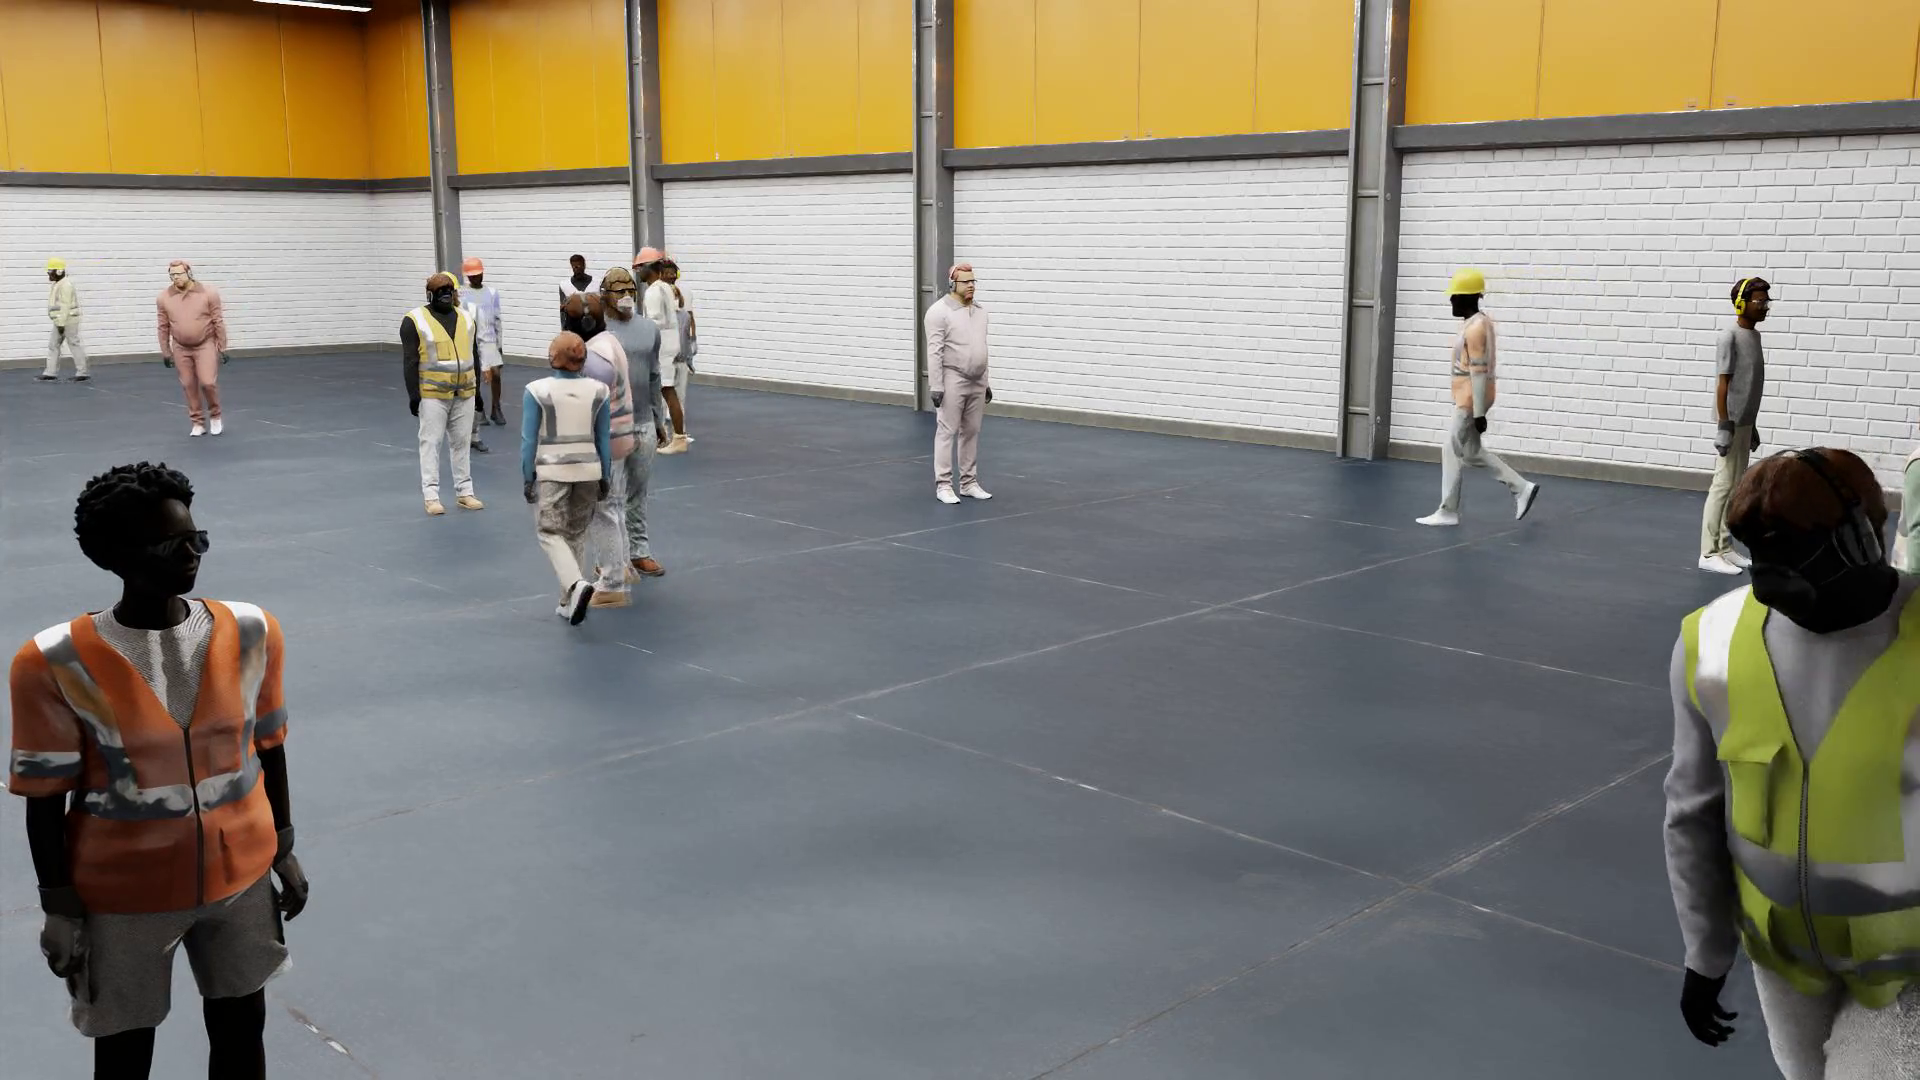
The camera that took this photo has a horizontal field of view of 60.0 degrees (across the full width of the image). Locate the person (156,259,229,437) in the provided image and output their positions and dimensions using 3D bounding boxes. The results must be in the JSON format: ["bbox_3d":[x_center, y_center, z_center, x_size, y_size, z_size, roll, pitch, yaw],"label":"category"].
[{"bbox_3d":[-8.128,-2.023,17.623,0.667,1.876,0.466,-2,10,-8],"label":"person"}]

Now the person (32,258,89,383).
[{"bbox_3d":[-13.010,-3.139,23.897,0.803,1.801,0.627,-9,14,-40],"label":"person"}]

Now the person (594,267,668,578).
[{"bbox_3d":[-2.093,-0.713,10.307,0.360,1.938,0.635,10,15,44],"label":"person"}]

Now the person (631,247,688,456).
[{"bbox_3d":[-2.950,-1.822,16.148,0.659,2.005,0.770,0,10,0],"label":"person"}]

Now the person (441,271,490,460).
[{"bbox_3d":[-4.836,-1.680,15.990,0.610,1.800,0.681,-3,11,-16],"label":"person"}]

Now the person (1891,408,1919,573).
[{"bbox_3d":[3.622,0.190,6.188,0.305,1.645,0.522,10,15,44],"label":"person"}]

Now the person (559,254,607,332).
[{"bbox_3d":[-4.874,-2.760,21.608,0.613,1.888,0.459,-1,10,-5],"label":"person"}]

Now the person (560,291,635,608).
[{"bbox_3d":[-2.086,-0.503,9.506,0.450,1.819,0.623,-2,11,-9],"label":"person"}]

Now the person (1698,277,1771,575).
[{"bbox_3d":[4.953,-0.723,10.568,0.316,1.865,0.531,10,15,44],"label":"person"}]

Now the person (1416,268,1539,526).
[{"bbox_3d":[3.806,-1.024,12.118,0.761,1.900,0.586,4,11,22],"label":"person"}]

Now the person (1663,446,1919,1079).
[{"bbox_3d":[1.530,0.731,2.895,0.817,1.782,0.672,-7,13,-35],"label":"person"}]

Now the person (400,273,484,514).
[{"bbox_3d":[-3.965,-1.128,12.837,0.429,1.842,0.633,10,15,44],"label":"person"}]

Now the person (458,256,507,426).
[{"bbox_3d":[-5.345,-2.199,18.520,0.555,1.899,0.593,-6,12,-31],"label":"person"}]

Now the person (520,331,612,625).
[{"bbox_3d":[-2.115,-0.326,9.081,0.517,1.621,0.603,-7,12,-33],"label":"person"}]

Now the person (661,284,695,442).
[{"bbox_3d":[-2.950,-1.803,17.083,0.275,1.632,0.507,10,15,44],"label":"person"}]

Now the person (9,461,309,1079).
[{"bbox_3d":[-1.576,0.685,3.337,0.315,1.699,0.540,10,15,44],"label":"person"}]

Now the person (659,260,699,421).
[{"bbox_3d":[-3.271,-2.274,19.086,0.537,1.836,0.841,-3,11,-14],"label":"person"}]

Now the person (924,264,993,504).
[{"bbox_3d":[0.021,-1.250,13.327,0.409,1.907,0.651,10,15,44],"label":"person"}]
